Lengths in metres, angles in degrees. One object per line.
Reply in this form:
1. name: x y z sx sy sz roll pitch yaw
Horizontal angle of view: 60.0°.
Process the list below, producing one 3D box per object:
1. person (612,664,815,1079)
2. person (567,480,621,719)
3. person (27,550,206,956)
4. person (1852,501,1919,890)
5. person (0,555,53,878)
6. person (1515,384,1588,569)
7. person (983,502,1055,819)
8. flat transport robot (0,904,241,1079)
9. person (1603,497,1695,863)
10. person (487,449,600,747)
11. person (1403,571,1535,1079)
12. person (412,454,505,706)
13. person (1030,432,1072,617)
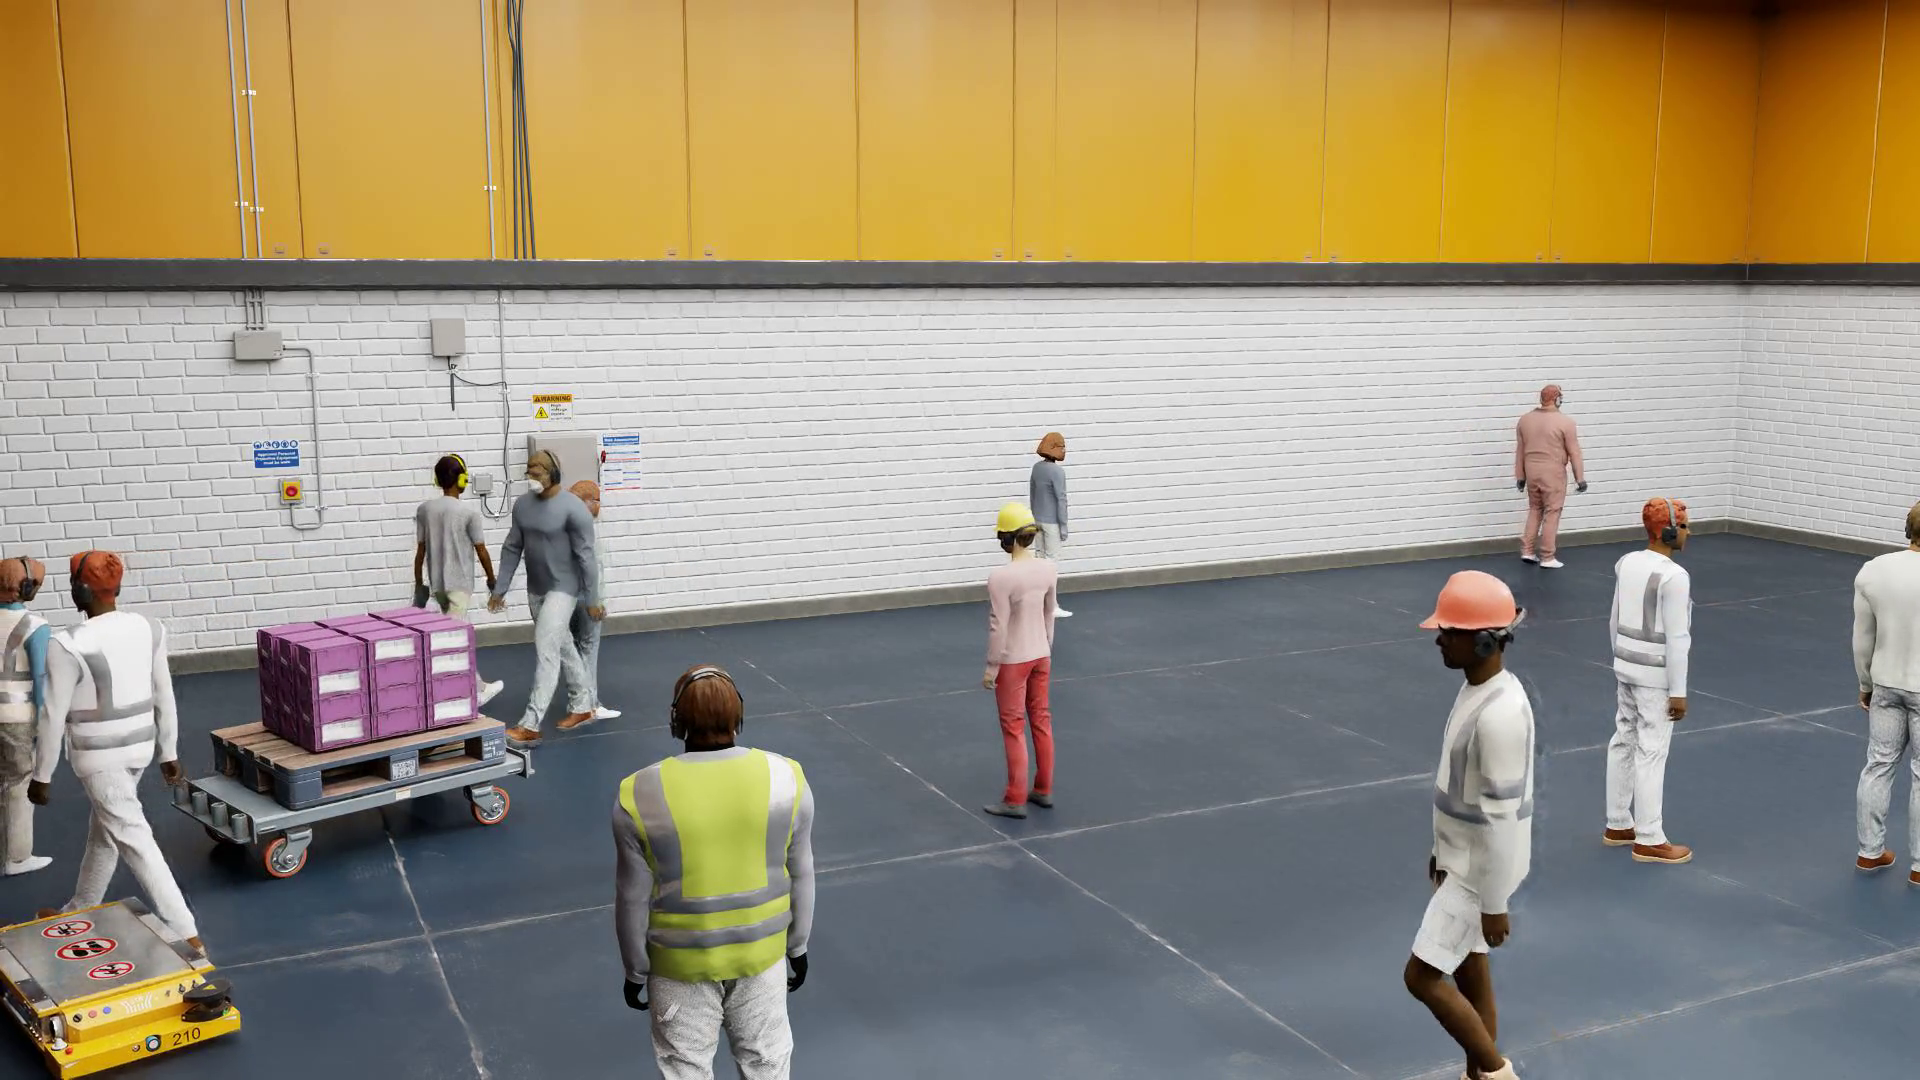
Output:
1. person: -0.762 1.289 5.183 0.627 1.847 0.429 -3 10 -20
2. person: -2.549 0.403 11.329 0.281 1.633 0.499 -7 12 -38
3. person: -3.744 0.954 7.313 0.991 1.838 0.584 3 9 15
4. person: 4.726 0.751 8.226 0.372 1.940 0.631 -6 11 -32
5. person: -4.769 0.894 8.328 0.536 1.612 0.430 3 10 20
6. person: 6.028 -0.644 17.011 0.452 1.898 0.668 -6 11 -33
7. person: 0.319 0.667 9.290 0.331 1.765 0.533 8 12 42
8. flat transport robot: -3.566 1.801 6.871 0.652 0.197 1.431 -8 12 -42
9. person: 3.579 0.716 8.619 0.362 1.882 0.576 -1 9 -8
10. person: -2.723 0.368 10.714 0.644 1.892 0.955 7 11 36
11. person: 1.744 1.107 5.737 0.421 2.025 0.617 2 9 15
12. person: -3.399 0.330 11.255 0.511 1.811 1.015 4 10 22
13. person: 0.798 -0.138 14.686 0.273 1.631 0.507 -5 10 -28
